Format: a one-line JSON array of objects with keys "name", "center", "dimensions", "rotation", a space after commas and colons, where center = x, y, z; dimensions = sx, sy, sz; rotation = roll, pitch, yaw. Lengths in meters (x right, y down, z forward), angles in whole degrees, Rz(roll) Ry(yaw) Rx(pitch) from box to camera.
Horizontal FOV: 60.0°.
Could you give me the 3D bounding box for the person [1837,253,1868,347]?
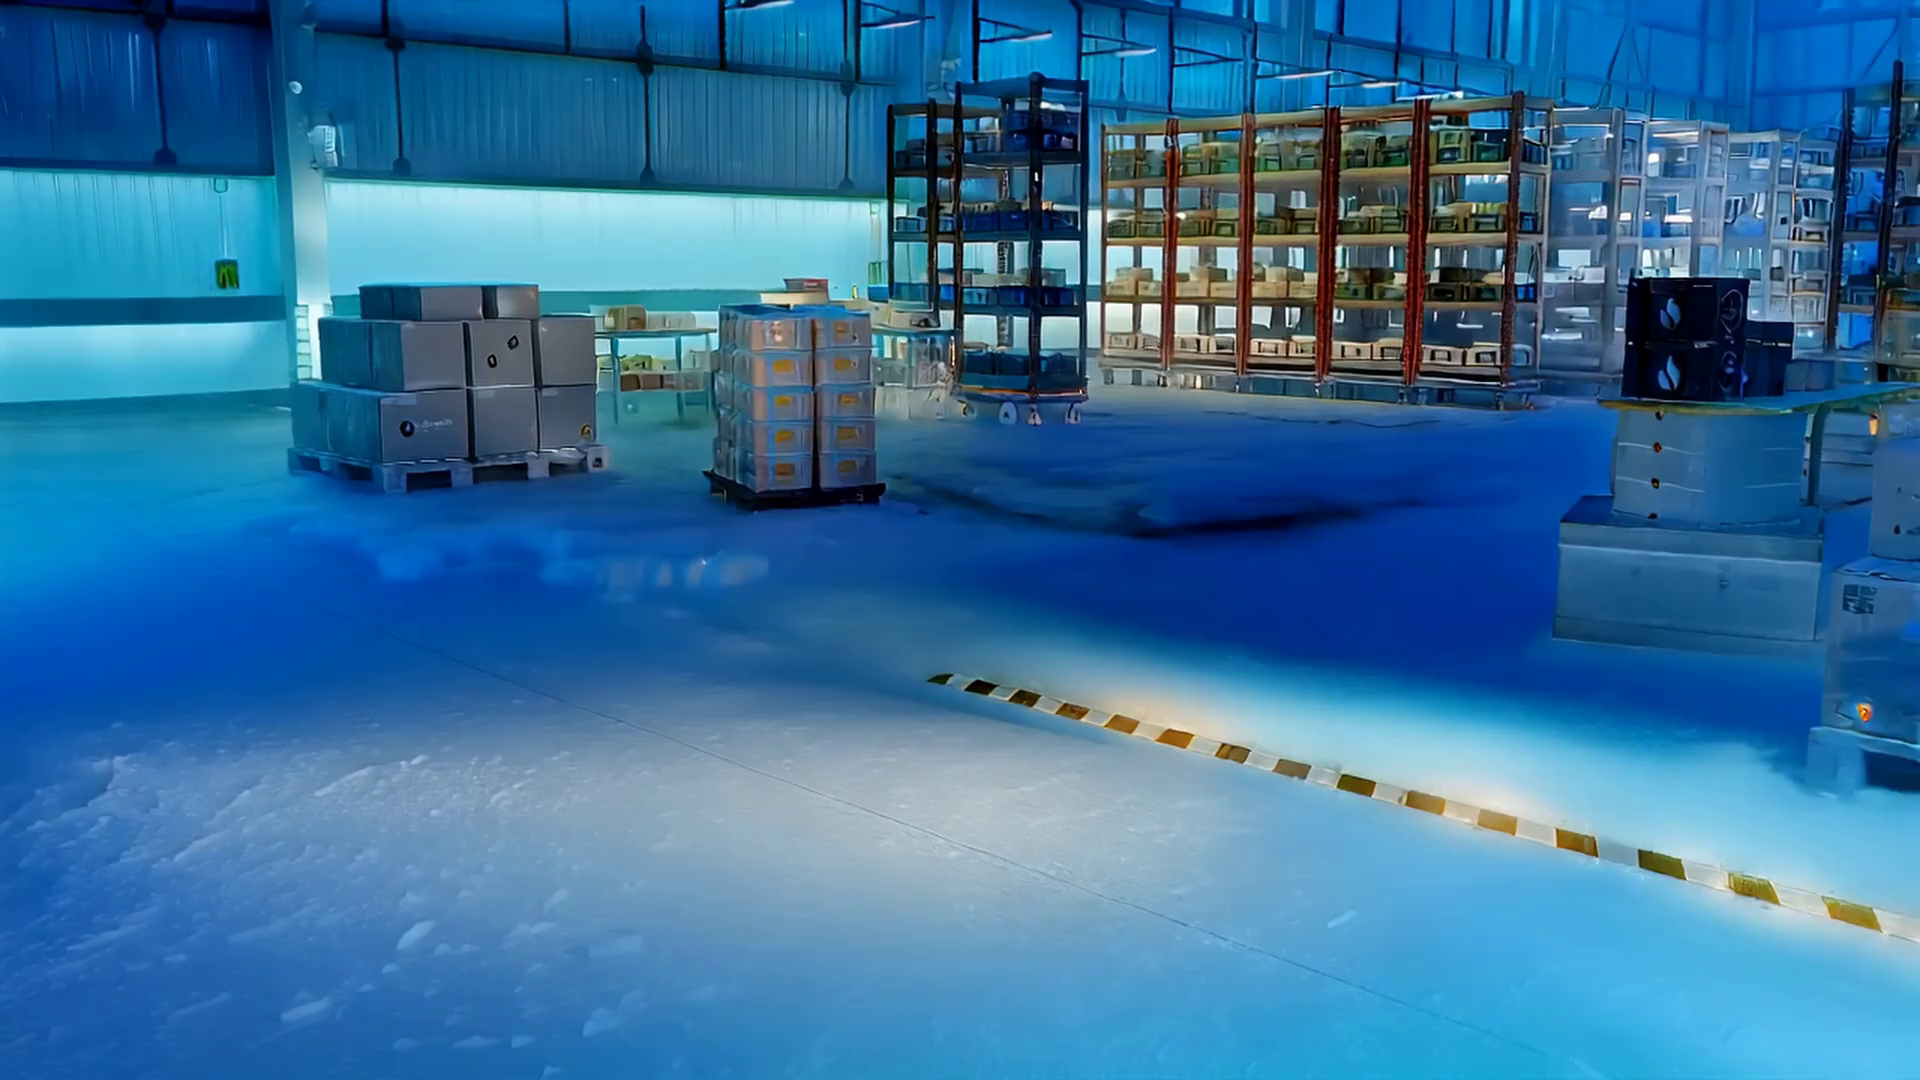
[{"name": "person", "center": [12.000, -2.939, 22.417], "dimensions": [0.389, 1.837, 0.563], "rotation": [2, 10, 12]}]
